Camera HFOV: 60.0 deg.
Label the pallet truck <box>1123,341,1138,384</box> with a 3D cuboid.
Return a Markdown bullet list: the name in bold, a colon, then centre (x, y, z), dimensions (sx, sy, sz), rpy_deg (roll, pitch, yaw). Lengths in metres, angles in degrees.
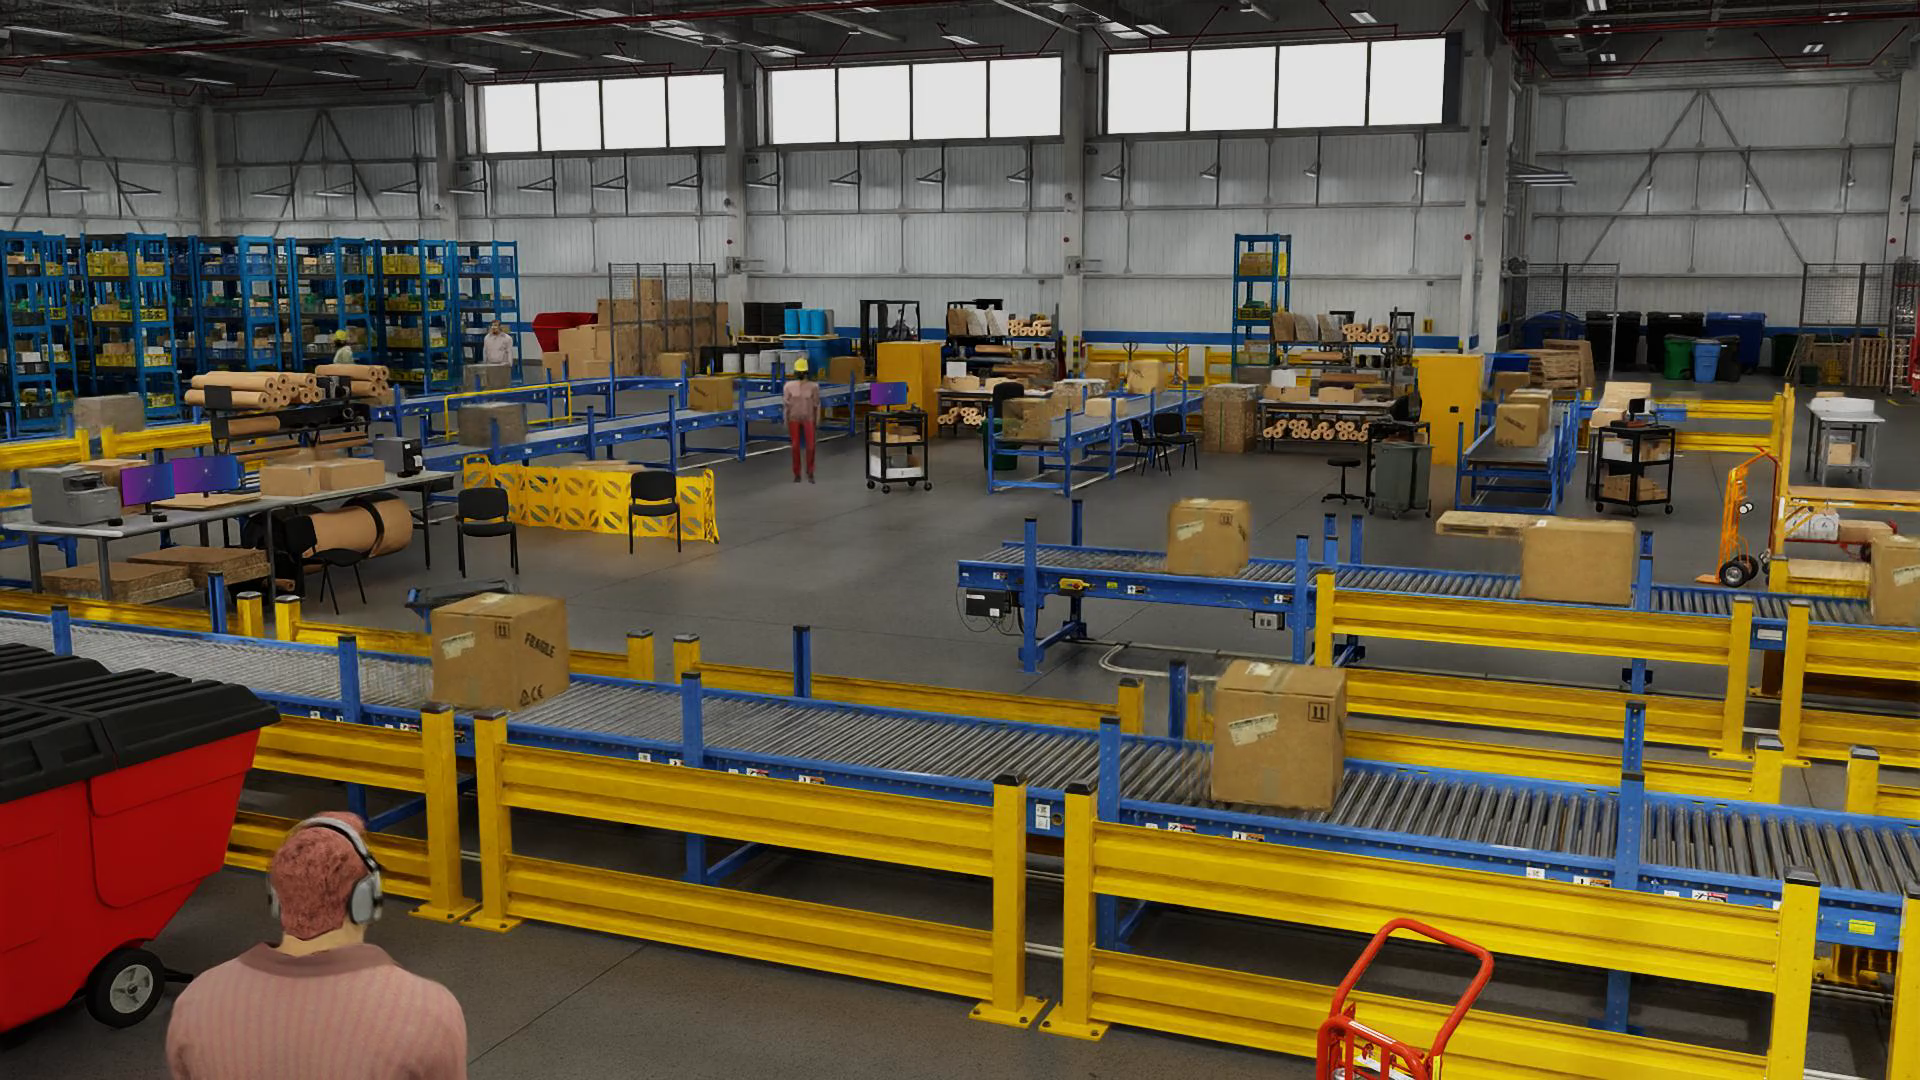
- **pallet truck**: centre (4.445, -4.380, 41.279), dimensions (0.680, 1.201, 1.601), rpy_deg (4, 10, 22)

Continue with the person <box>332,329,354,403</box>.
- **person**: centre (-11.732, -3.090, 31.639), dimensions (0.404, 1.833, 0.598), rpy_deg (-4, 10, -23)

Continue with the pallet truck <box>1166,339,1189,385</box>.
- **pallet truck**: centre (5.418, -4.269, 40.420), dimensions (0.704, 1.261, 1.522), rpy_deg (3, 10, 20)

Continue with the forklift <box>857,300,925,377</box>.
- **forklift**: centre (-1.732, -5.109, 42.468), dimensions (1.157, 1.987, 2.680), rpy_deg (4, 10, 22)

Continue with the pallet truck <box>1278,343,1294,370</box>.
- **pallet truck**: centre (7.886, -4.163, 39.743), dimensions (0.653, 1.274, 1.630), rpy_deg (4, 10, 22)

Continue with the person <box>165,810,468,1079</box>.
- **person**: centre (-1.319, 1.513, 3.565), dimensions (0.641, 1.898, 0.395), rpy_deg (1, 9, 5)

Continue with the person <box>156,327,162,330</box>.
- **person**: centre (-17.909, -4.012, 37.243), dimensions (0.572, 1.831, 0.405), rpy_deg (-7, 11, -35)

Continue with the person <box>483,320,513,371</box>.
- **person**: centre (-9.688, -3.654, 34.833), dimensions (0.638, 1.909, 0.408), rpy_deg (1, 9, 6)

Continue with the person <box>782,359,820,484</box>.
- **person**: centre (-2.208, -1.647, 23.171), dimensions (0.538, 1.748, 0.622), rpy_deg (-1, 9, -7)

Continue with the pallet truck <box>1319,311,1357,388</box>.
- **pallet truck**: centre (9.071, -4.419, 39.190), dimensions (0.823, 1.965, 1.885), rpy_deg (5, 10, 26)

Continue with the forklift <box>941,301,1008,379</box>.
- **forklift**: centre (0.365, -4.966, 41.571), dimensions (1.157, 1.987, 2.680), rpy_deg (3, 10, 20)

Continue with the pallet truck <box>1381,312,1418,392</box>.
- **pallet truck**: centre (10.207, -4.283, 38.369), dimensions (0.823, 1.965, 1.885), rpy_deg (3, 10, 20)
